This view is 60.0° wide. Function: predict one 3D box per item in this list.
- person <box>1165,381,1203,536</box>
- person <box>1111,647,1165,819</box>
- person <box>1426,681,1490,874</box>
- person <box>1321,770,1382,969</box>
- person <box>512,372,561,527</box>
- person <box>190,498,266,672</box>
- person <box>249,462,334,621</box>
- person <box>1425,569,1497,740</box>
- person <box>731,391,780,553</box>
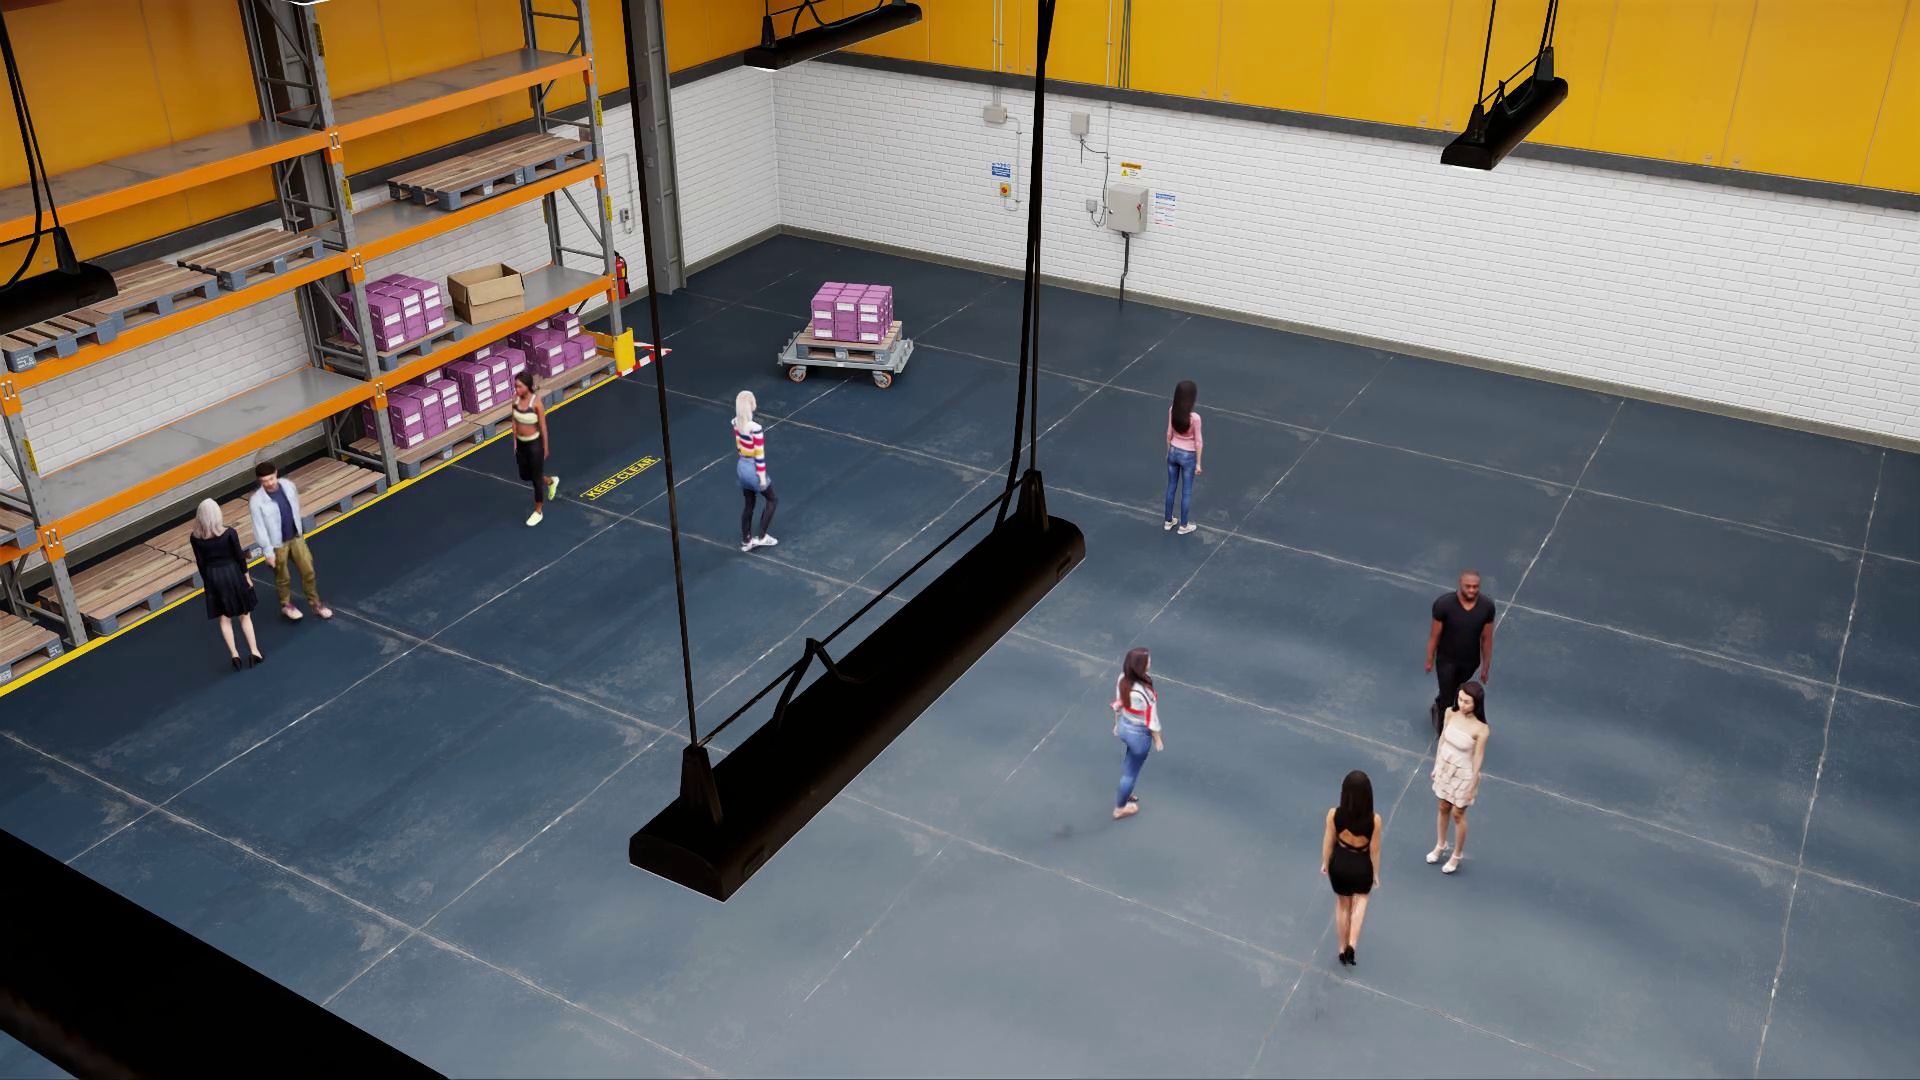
[{"bbox_3d":[2.373,-0.897,17.776,0.607,1.743,0.561,22,35,34],"label":"person"},{"bbox_3d":[1.339,1.581,13.382,0.738,1.601,0.710,-16,32,-27],"label":"person"},{"bbox_3d":[3.840,1.815,12.814,0.663,1.734,0.642,-16,33,-27],"label":"person"},{"bbox_3d":[2.759,2.415,11.822,0.650,1.631,0.686,11,30,19],"label":"person"},{"bbox_3d":[-4.611,-1.050,18.058,0.637,1.742,0.923,11,31,19],"label":"person"},{"bbox_3d":[-6.788,0.406,15.385,0.699,1.746,0.758,-7,29,-13],"label":"person"},{"bbox_3d":[-6.577,-0.003,16.106,0.802,1.773,0.778,16,32,26],"label":"person"},{"bbox_3d":[4.237,1.009,14.248,1.056,1.776,1.293,1,29,2],"label":"person"},{"bbox_3d":[-2.241,-0.683,17.329,0.760,1.796,0.764,-22,36,-35],"label":"person"}]
